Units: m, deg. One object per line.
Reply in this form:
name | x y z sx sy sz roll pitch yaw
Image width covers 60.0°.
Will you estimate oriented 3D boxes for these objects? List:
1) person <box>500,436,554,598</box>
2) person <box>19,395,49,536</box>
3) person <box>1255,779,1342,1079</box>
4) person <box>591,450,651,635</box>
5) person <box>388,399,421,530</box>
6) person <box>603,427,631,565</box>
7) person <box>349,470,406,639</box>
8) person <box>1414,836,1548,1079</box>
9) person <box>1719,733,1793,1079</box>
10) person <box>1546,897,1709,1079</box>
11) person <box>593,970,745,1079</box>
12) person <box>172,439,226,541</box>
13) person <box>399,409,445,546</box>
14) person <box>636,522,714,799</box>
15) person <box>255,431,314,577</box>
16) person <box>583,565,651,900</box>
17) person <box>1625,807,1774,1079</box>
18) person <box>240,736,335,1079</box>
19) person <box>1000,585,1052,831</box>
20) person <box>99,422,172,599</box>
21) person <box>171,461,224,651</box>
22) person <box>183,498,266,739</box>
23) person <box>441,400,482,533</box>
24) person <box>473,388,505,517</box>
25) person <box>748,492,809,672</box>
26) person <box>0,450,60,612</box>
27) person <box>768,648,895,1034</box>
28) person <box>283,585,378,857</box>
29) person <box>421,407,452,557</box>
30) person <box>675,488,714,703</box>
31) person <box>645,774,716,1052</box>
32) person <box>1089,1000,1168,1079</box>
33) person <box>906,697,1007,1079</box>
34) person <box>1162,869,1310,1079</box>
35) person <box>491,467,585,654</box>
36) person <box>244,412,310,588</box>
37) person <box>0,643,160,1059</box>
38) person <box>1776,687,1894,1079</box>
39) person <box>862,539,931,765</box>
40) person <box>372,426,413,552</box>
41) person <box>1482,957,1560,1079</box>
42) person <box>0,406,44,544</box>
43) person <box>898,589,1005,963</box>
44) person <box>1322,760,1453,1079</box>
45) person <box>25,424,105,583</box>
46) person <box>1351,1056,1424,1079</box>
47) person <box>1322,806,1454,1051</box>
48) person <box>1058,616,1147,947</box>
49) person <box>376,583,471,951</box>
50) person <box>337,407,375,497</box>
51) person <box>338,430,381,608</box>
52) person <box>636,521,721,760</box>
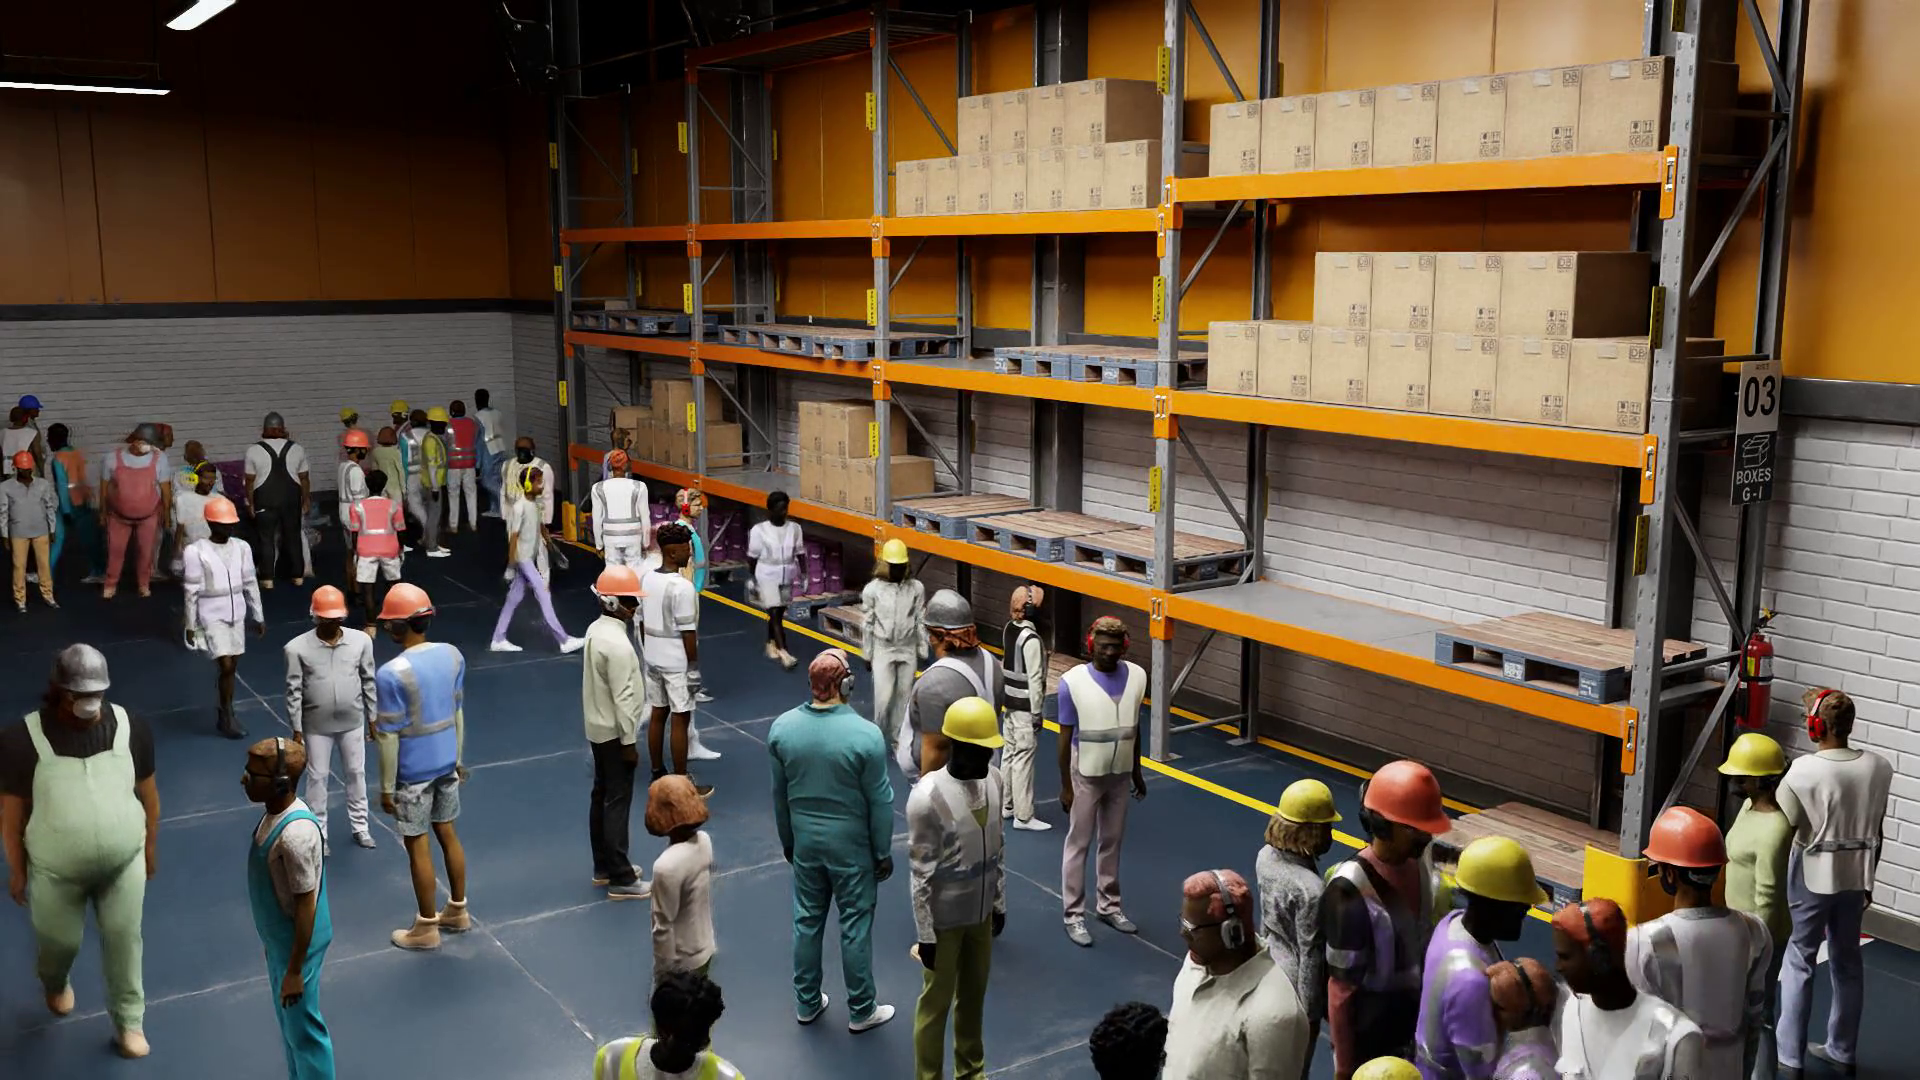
person | -4.823 -0.253 18.519 0.627 1.833 0.431 3 10 15
person | -12.523 -0.985 22.466 0.388 1.949 0.604 -4 10 -21
person | 1.354 1.805 6.720 0.322 1.739 0.482 -3 10 -15
person | -3.387 0.032 16.698 0.576 1.882 0.355 -1 10 -5
person | -7.761 -1.055 23.247 0.403 1.826 0.594 -8 12 -38
person | -3.958 -0.389 19.313 0.353 1.837 0.511 -7 12 -36
person | -5.832 0.140 16.684 0.539 1.667 0.484 -4 10 -22
person | 1.812 1.916 5.573 0.635 1.907 0.604 3 10 18
person | 3.446 1.700 7.273 0.340 1.761 0.527 3 10 17
person | 2.069 2.026 5.089 0.348 1.864 0.720 -6 11 -30
person | -0.931 2.103 5.166 0.585 1.653 0.573 1 10 6
person | -8.249 -0.182 18.133 0.553 1.820 0.560 -8 12 -38
person | -6.982 -0.793 21.719 0.607 1.823 0.638 9 13 41
person | -2.021 0.847 11.674 0.374 1.963 0.608 -9 13 -42
person | -8.084 -0.435 19.691 0.865 1.800 0.518 1 10 8
person | -2.041 1.133 9.914 0.391 1.991 0.613 -5 11 -26
person | 2.488 1.871 5.776 0.543 1.929 0.386 -2 10 -10
person | -2.808 1.712 6.942 0.345 1.847 0.508 -6 11 -32
person | 0.427 1.109 11.082 0.313 1.639 0.517 -3 10 -17
person | -9.174 -0.356 18.508 0.782 2.000 0.539 -5 11 -25
person | -7.315 0.160 16.041 0.415 1.844 0.552 7 12 36
person | -5.750 0.621 13.129 0.682 1.914 0.580 6 11 32
person | -6.921 -1.018 23.030 0.634 1.834 0.431 -8 13 -40
person | -6.781 -1.251 24.163 0.539 1.902 0.611 3 10 17
person | -1.671 0.363 15.423 0.544 1.641 0.907 -6 11 -32
person | -10.001 -0.098 17.868 0.568 1.743 0.348 -10 14 -44
person | -0.606 1.470 8.173 0.643 1.912 0.410 4 10 23
person | -3.980 1.140 10.587 0.565 1.745 0.349 -6 12 -33
person | -6.641 -0.740 21.151 0.402 1.917 0.581 -3 10 -16
person | -2.340 0.470 14.230 0.382 1.845 0.571 -2 10 -14
person | -1.212 1.796 7.099 0.321 1.626 0.522 2 10 12
person | 0.459 2.153 4.811 0.320 1.693 0.535 -8 12 -38
person | 0.017 1.616 7.296 0.396 1.919 0.588 8 13 40
person | 0.832 1.965 5.315 0.402 1.896 0.657 -3 10 -17
person | -4.080 0.201 15.916 1.003 1.814 0.518 0 10 -3
person | -7.891 -0.477 19.220 0.692 2.000 0.537 -6 11 -32
person | -4.176 1.445 7.936 0.694 2.000 0.720 -7 12 -37
person | 3.990 1.596 7.659 0.563 1.836 0.385 -2 10 -9
person | -0.465 0.847 12.365 0.491 1.729 0.418 -4 10 -22
person | -7.333 -0.651 21.428 0.501 1.636 0.280 4 10 22
person | 1.890 2.099 5.404 0.845 1.592 0.535 5 11 25
person | -12.429 -0.849 22.015 0.562 1.835 0.401 0 10 0
person | -0.077 1.266 8.988 0.536 2.000 0.684 6 11 31
person | 1.560 1.773 6.051 0.412 2.033 0.613 9 13 43
person | -10.423 -0.409 19.282 0.954 1.872 0.617 0 10 -2
person | 1.092 2.199 4.415 0.320 1.738 0.483 -3 10 -16
person | 1.701 1.833 6.696 0.544 1.687 0.322 4 10 20
person | 0.785 1.316 9.283 0.564 1.839 0.390 -6 11 -31
person | -2.987 1.241 9.173 0.404 2.035 0.604 5 11 25
person | -8.297 -0.974 23.027 0.644 1.731 0.554 9 13 43
person | -6.534 -0.225 18.072 0.388 1.930 0.544 -7 12 -34
person | -2.220 0.791 12.327 0.818 1.884 0.653 -2 10 -14
